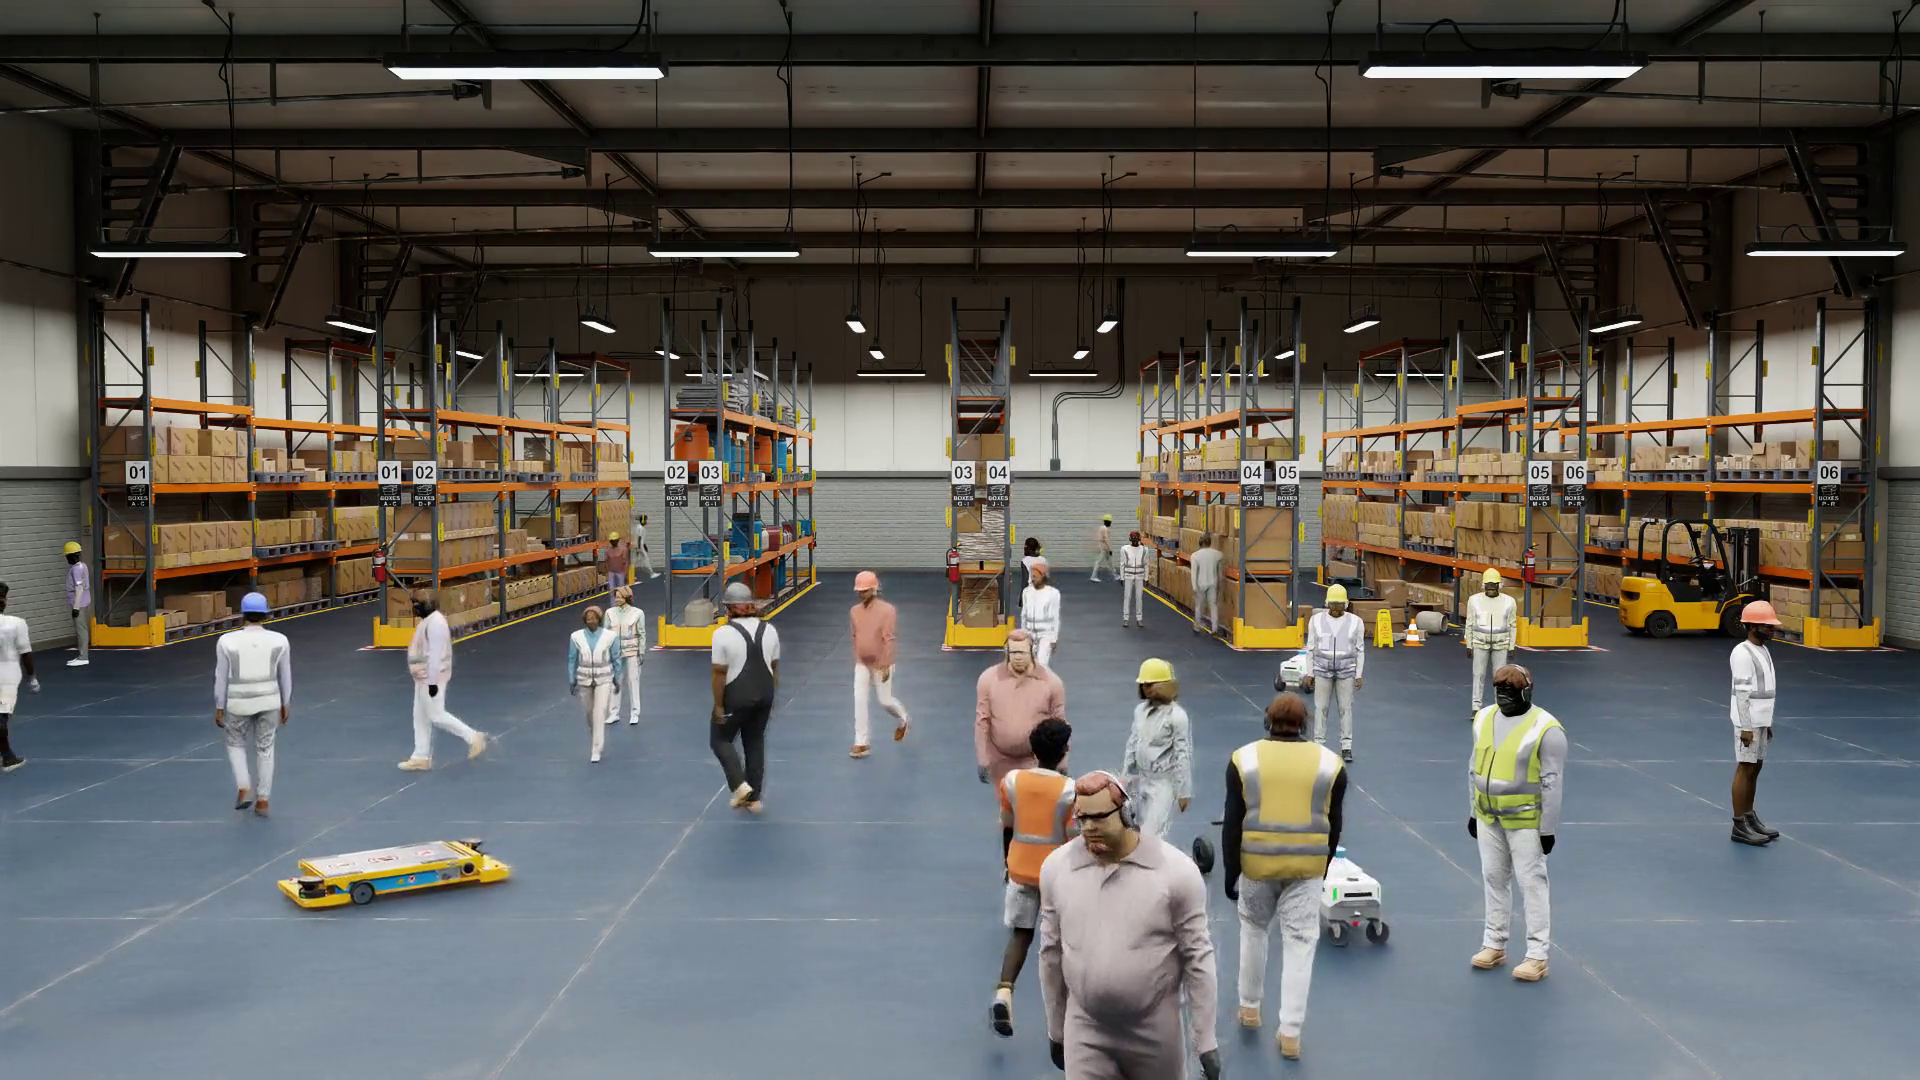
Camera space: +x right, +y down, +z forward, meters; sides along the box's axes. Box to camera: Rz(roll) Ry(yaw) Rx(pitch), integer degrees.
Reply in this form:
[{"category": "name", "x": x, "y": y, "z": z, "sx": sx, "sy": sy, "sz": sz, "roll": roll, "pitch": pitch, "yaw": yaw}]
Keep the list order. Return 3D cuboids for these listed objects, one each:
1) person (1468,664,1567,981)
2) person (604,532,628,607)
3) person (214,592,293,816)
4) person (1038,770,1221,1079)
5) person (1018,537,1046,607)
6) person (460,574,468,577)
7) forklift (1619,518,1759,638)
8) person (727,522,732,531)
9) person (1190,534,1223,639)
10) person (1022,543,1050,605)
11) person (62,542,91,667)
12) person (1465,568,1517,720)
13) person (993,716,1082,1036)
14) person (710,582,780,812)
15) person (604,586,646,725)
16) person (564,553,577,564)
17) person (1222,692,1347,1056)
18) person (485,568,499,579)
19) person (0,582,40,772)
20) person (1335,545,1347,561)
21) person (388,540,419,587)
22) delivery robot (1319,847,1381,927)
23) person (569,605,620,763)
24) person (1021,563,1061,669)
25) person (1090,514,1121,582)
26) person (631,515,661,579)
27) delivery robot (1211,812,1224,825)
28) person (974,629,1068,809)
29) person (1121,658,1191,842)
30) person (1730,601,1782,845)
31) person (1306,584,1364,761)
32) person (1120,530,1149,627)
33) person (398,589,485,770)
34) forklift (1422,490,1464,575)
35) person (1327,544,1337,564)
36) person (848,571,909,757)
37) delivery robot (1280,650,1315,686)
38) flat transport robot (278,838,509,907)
[{"category": "person", "x": 3.268, "y": 1.648, "z": 9.561, "sx": 0.430, "sy": 1.835, "sz": 0.619, "roll": -1, "pitch": 3, "yaw": -32}, {"category": "person", "x": -7.371, "y": 0.689, "z": 34.667, "sx": 0.533, "sy": 1.747, "sz": 0.478, "roll": 0, "pitch": 2, "yaw": 6}, {"category": "person", "x": -6.138, "y": 1.418, "z": 14.038, "sx": 0.638, "sy": 1.926, "sz": 0.460, "roll": -1, "pitch": 3, "yaw": -32}, {"category": "person", "x": 0.636, "y": 1.778, "z": 6.013, "sx": 0.706, "sy": 1.869, "sz": 0.872, "roll": 1, "pitch": 2, "yaw": 21}, {"category": "person", "x": 1.208, "y": 0.916, "z": 26.821, "sx": 0.391, "sy": 1.921, "sz": 0.590, "roll": 2, "pitch": 3, "yaw": 39}, {"category": "person", "x": -11.783, "y": 0.591, "z": 38.143, "sx": 0.535, "sy": 1.662, "sz": 0.782, "roll": 0, "pitch": 2, "yaw": -10}, {"category": "forklift", "x": 13.417, "y": 0.684, "z": 29.791, "sx": 2.313, "sy": 2.155, "sz": 1.214, "roll": 0, "pitch": 2, "yaw": 0}, {"category": "person", "x": -5.885, "y": 0.417, "z": 41.559, "sx": 0.560, "sy": 1.740, "sz": 0.699, "roll": 0, "pitch": 2, "yaw": 4}, {"category": "person", "x": 4.477, "y": 0.841, "z": 29.277, "sx": 0.636, "sy": 1.891, "sz": 1.043, "roll": 0, "pitch": 2, "yaw": -5}, {"category": "person", "x": 1.244, "y": 0.950, "z": 27.044, "sx": 0.555, "sy": 1.830, "sz": 0.802, "roll": 1, "pitch": 2, "yaw": 20}, {"category": "person", "x": -13.676, "y": 0.988, "z": 24.994, "sx": 0.383, "sy": 1.921, "sz": 0.585, "roll": -1, "pitch": 2, "yaw": -24}, {"category": "person", "x": 6.374, "y": 1.254, "z": 19.395, "sx": 0.590, "sy": 1.833, "sz": 0.403, "roll": 1, "pitch": 2, "yaw": 16}, {"category": "person", "x": 0.420, "y": 1.766, "z": 8.482, "sx": 0.539, "sy": 1.675, "sz": 0.660, "roll": 1, "pitch": 3, "yaw": 27}, {"category": "person", "x": -1.915, "y": 1.382, "z": 14.138, "sx": 0.685, "sy": 2.000, "sz": 0.552, "roll": -2, "pitch": 3, "yaw": -39}, {"category": "person", "x": -3.972, "y": 1.362, "z": 19.131, "sx": 0.515, "sy": 1.636, "sz": 0.315, "roll": 0, "pitch": 2, "yaw": 10}, {"category": "person", "x": -10.551, "y": 0.390, "z": 43.960, "sx": 0.502, "sy": 1.604, "sz": 0.727, "roll": 1, "pitch": 2, "yaw": 23}, {"category": "person", "x": 1.687, "y": 1.699, "z": 8.470, "sx": 0.629, "sy": 1.813, "sz": 0.767, "roll": 0, "pitch": 2, "yaw": 9}, {"category": "person", "x": -10.980, "y": 0.544, "z": 37.879, "sx": 0.613, "sy": 1.795, "sz": 0.426, "roll": -1, "pitch": 2, "yaw": -24}, {"category": "person", "x": -9.428, "y": 1.358, "z": 15.794, "sx": 0.607, "sy": 1.923, "sz": 1.007, "roll": 0, "pitch": 2, "yaw": 2}, {"category": "person", "x": 10.557, "y": 0.162, "z": 44.579, "sx": 0.600, "sy": 2.020, "sz": 0.621, "roll": 0, "pitch": 2, "yaw": 8}, {"category": "person", "x": -11.329, "y": 0.637, "z": 32.885, "sx": 0.612, "sy": 1.997, "sz": 0.375, "roll": -1, "pitch": 3, "yaw": -30}, {"category": "delivery robot", "x": 2.422, "y": 2.217, "z": 10.361, "sx": 0.477, "sy": 0.478, "sz": 0.707, "roll": 0, "pitch": 2, "yaw": -8}, {"category": "person", "x": -3.810, "y": 1.468, "z": 16.883, "sx": 0.523, "sy": 1.607, "sz": 0.778, "roll": 0, "pitch": 2, "yaw": -2}, {"category": "person", "x": 1.051, "y": 1.208, "z": 20.294, "sx": 0.580, "sy": 1.863, "sz": 0.652, "roll": 2, "pitch": 3, "yaw": 37}, {"category": "person", "x": 4.062, "y": 0.231, "z": 44.632, "sx": 1.010, "sy": 1.867, "sz": 0.614, "roll": 0, "pitch": 2, "yaw": 1}, {"category": "person", "x": -9.058, "y": 0.211, "z": 45.970, "sx": 0.967, "sy": 1.809, "sz": 0.521, "roll": -1, "pitch": 3, "yaw": -27}, {"category": "delivery robot", "x": 2.067, "y": 2.033, "z": 11.782, "sx": 0.335, "sy": 0.223, "sz": 0.698, "roll": -1, "pitch": 2, "yaw": -16}, {"category": "person", "x": 0.448, "y": 1.548, "z": 11.630, "sx": 0.659, "sy": 1.868, "sz": 0.908, "roll": 0, "pitch": 2, "yaw": 12}, {"category": "person", "x": 1.248, "y": 1.650, "z": 10.724, "sx": 0.535, "sy": 1.729, "sz": 0.498, "roll": -1, "pitch": 3, "yaw": -28}, {"category": "person", "x": 6.417, "y": 1.456, "z": 13.017, "sx": 0.355, "sy": 1.939, "sz": 0.544, "roll": 2, "pitch": 3, "yaw": 41}, {"category": "person", "x": 3.873, "y": 1.363, "z": 16.691, "sx": 0.588, "sy": 1.831, "sz": 0.404, "roll": 1, "pitch": 2, "yaw": 14}, {"category": "person", "x": 3.403, "y": 0.748, "z": 31.514, "sx": 0.572, "sy": 1.883, "sz": 0.354, "roll": 0, "pitch": 2, "yaw": -1}, {"category": "person", "x": -5.222, "y": 1.392, "z": 16.214, "sx": 0.765, "sy": 1.817, "sz": 0.659, "roll": -1, "pitch": 3, "yaw": -27}, {"category": "forklift", "x": 13.926, "y": -0.371, "z": 47.846, "sx": 1.873, "sy": 2.768, "sz": 1.129, "roll": 0, "pitch": 2, "yaw": 0}, {"category": "person", "x": 10.513, "y": 0.205, "z": 45.408, "sx": 0.579, "sy": 1.879, "sz": 0.657, "roll": 1, "pitch": 2, "yaw": 18}, {"category": "person", "x": -0.876, "y": 1.285, "z": 17.144, "sx": 0.586, "sy": 1.956, "sz": 0.842, "roll": 1, "pitch": 3, "yaw": 28}, {"category": "delivery robot", "x": 4.674, "y": 1.751, "z": 22.090, "sx": 0.477, "sy": 0.478, "sz": 0.707, "roll": 2, "pitch": 3, "yaw": 37}, {"category": "flat transport robot", "x": -4.030, "y": 2.358, "z": 11.513, "sx": 1.431, "sy": 0.197, "sz": 0.652, "roll": -2, "pitch": 3, "yaw": -37}]
